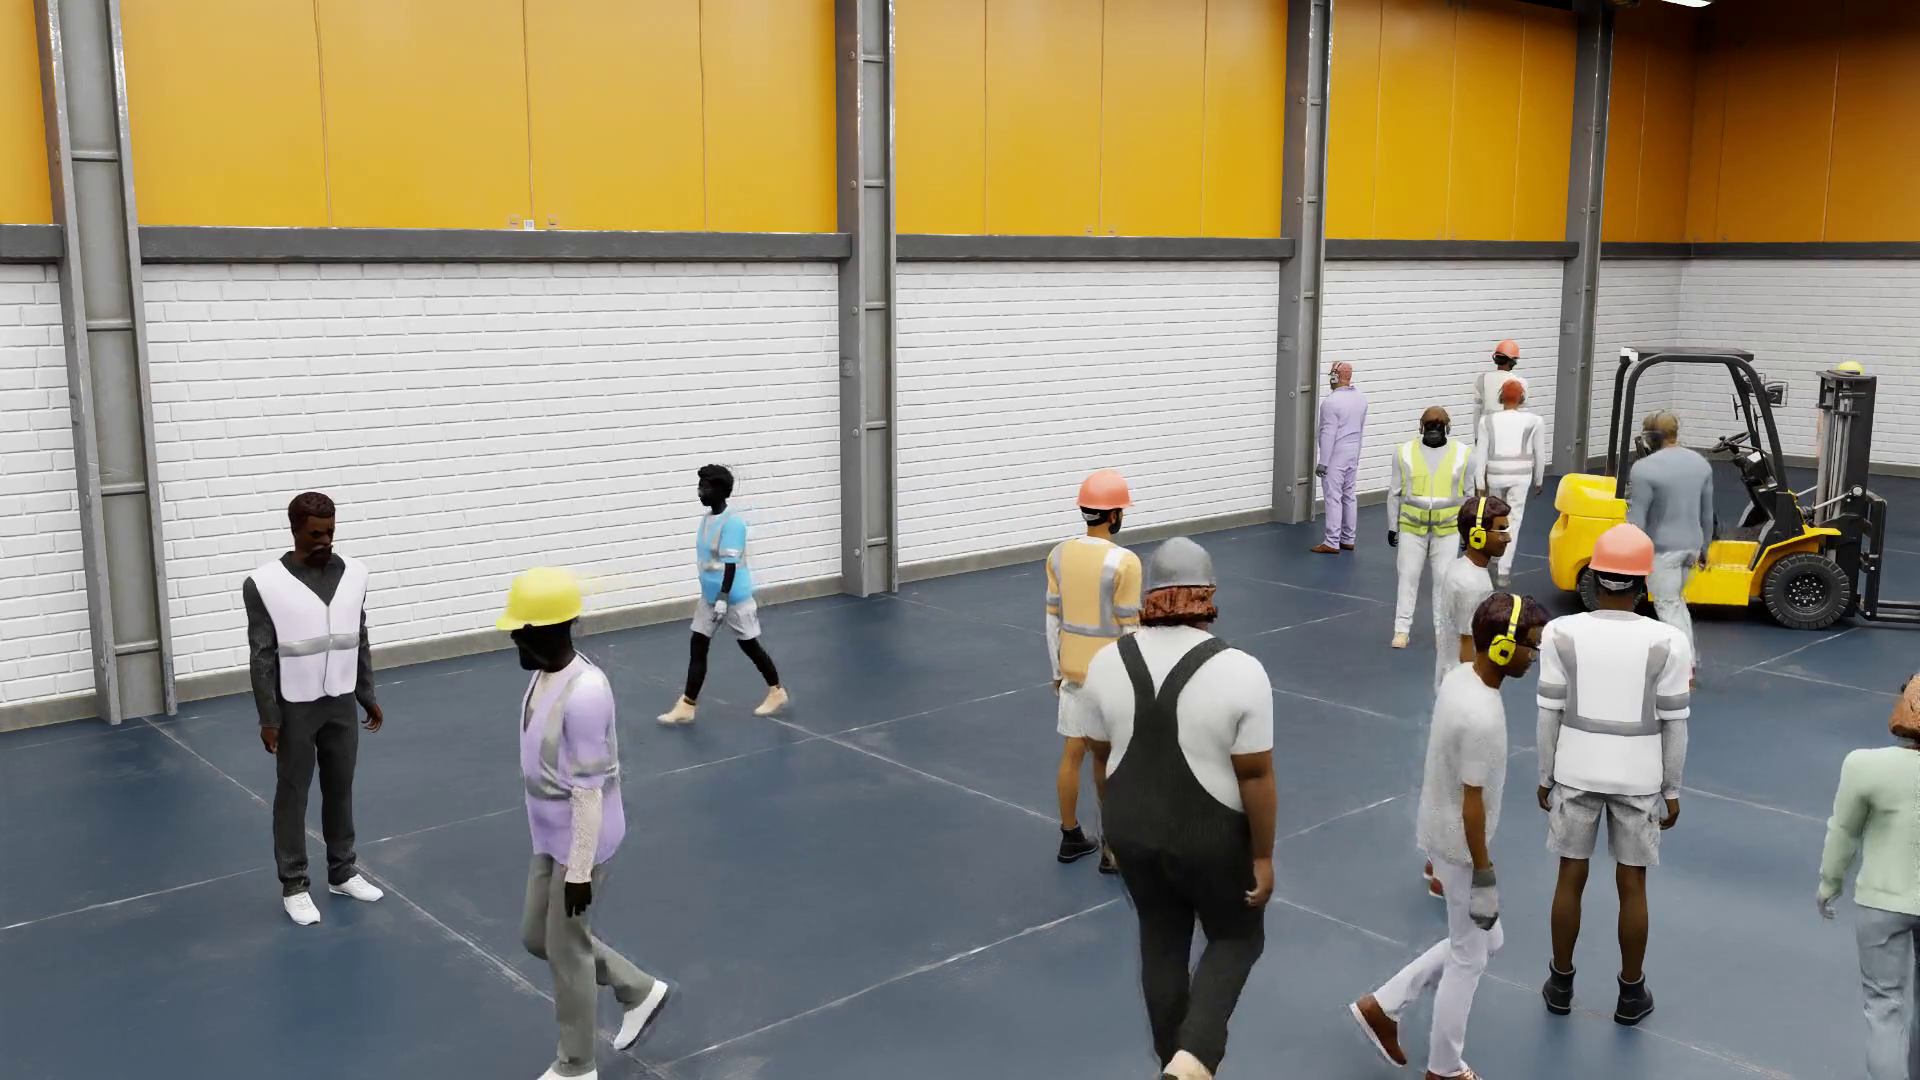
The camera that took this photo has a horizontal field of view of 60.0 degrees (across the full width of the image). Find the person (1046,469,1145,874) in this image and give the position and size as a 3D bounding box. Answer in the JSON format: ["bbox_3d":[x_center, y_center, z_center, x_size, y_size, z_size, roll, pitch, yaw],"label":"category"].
[{"bbox_3d":[0.668,0.624,7.984,0.545,1.939,0.374,9,13,43],"label":"person"}]

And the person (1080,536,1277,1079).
[{"bbox_3d":[0.759,0.969,5.664,0.717,2.000,0.625,6,12,33],"label":"person"}]

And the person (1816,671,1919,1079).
[{"bbox_3d":[3.151,1.204,5.549,0.517,1.606,0.716,4,10,21],"label":"person"}]

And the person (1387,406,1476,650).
[{"bbox_3d":[3.510,-0.086,12.434,0.634,1.839,0.429,3,10,16],"label":"person"}]

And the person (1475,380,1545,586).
[{"bbox_3d":[4.979,-0.531,15.075,0.576,1.826,1.032,5,11,25],"label":"person"}]

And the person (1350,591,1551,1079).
[{"bbox_3d":[1.698,1.065,5.691,0.527,1.839,0.568,2,10,13],"label":"person"}]

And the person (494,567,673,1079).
[{"bbox_3d":[-1.316,1.019,5.764,0.524,1.909,0.583,-5,11,-28],"label":"person"}]

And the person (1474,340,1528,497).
[{"bbox_3d":[5.883,-1.152,18.110,0.605,2.036,0.403,8,13,40],"label":"person"}]

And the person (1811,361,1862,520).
[{"bbox_3d":[8.633,-0.796,16.360,0.375,1.919,0.584,0,10,2],"label":"person"}]

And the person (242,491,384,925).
[{"bbox_3d":[-2.886,0.727,7.455,0.392,1.915,0.587,7,12,35],"label":"person"}]

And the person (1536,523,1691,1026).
[{"bbox_3d":[2.489,0.897,6.390,0.545,1.938,0.355,4,11,25],"label":"person"}]

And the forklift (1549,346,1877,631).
[{"bbox_3d":[6.109,-0.478,13.691,2.313,2.155,1.214,3,10,16],"label":"forklift"}]

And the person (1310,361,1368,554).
[{"bbox_3d":[3.745,-0.817,16.515,0.651,1.907,0.409,-9,13,-43],"label":"person"}]

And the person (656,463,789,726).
[{"bbox_3d":[-1.470,0.339,10.489,0.859,1.657,0.534,-7,12,-34],"label":"person"}]

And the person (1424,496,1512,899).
[{"bbox_3d":[2.337,0.719,7.632,0.310,1.868,0.532,2,10,13],"label":"person"}]

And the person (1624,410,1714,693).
[{"bbox_3d":[4.827,0.077,11.289,0.644,1.907,0.549,-5,11,-25],"label":"person"}]

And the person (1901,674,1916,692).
[{"bbox_3d":[6.556,0.088,11.126,0.375,1.935,0.551,9,13,41],"label":"person"}]
